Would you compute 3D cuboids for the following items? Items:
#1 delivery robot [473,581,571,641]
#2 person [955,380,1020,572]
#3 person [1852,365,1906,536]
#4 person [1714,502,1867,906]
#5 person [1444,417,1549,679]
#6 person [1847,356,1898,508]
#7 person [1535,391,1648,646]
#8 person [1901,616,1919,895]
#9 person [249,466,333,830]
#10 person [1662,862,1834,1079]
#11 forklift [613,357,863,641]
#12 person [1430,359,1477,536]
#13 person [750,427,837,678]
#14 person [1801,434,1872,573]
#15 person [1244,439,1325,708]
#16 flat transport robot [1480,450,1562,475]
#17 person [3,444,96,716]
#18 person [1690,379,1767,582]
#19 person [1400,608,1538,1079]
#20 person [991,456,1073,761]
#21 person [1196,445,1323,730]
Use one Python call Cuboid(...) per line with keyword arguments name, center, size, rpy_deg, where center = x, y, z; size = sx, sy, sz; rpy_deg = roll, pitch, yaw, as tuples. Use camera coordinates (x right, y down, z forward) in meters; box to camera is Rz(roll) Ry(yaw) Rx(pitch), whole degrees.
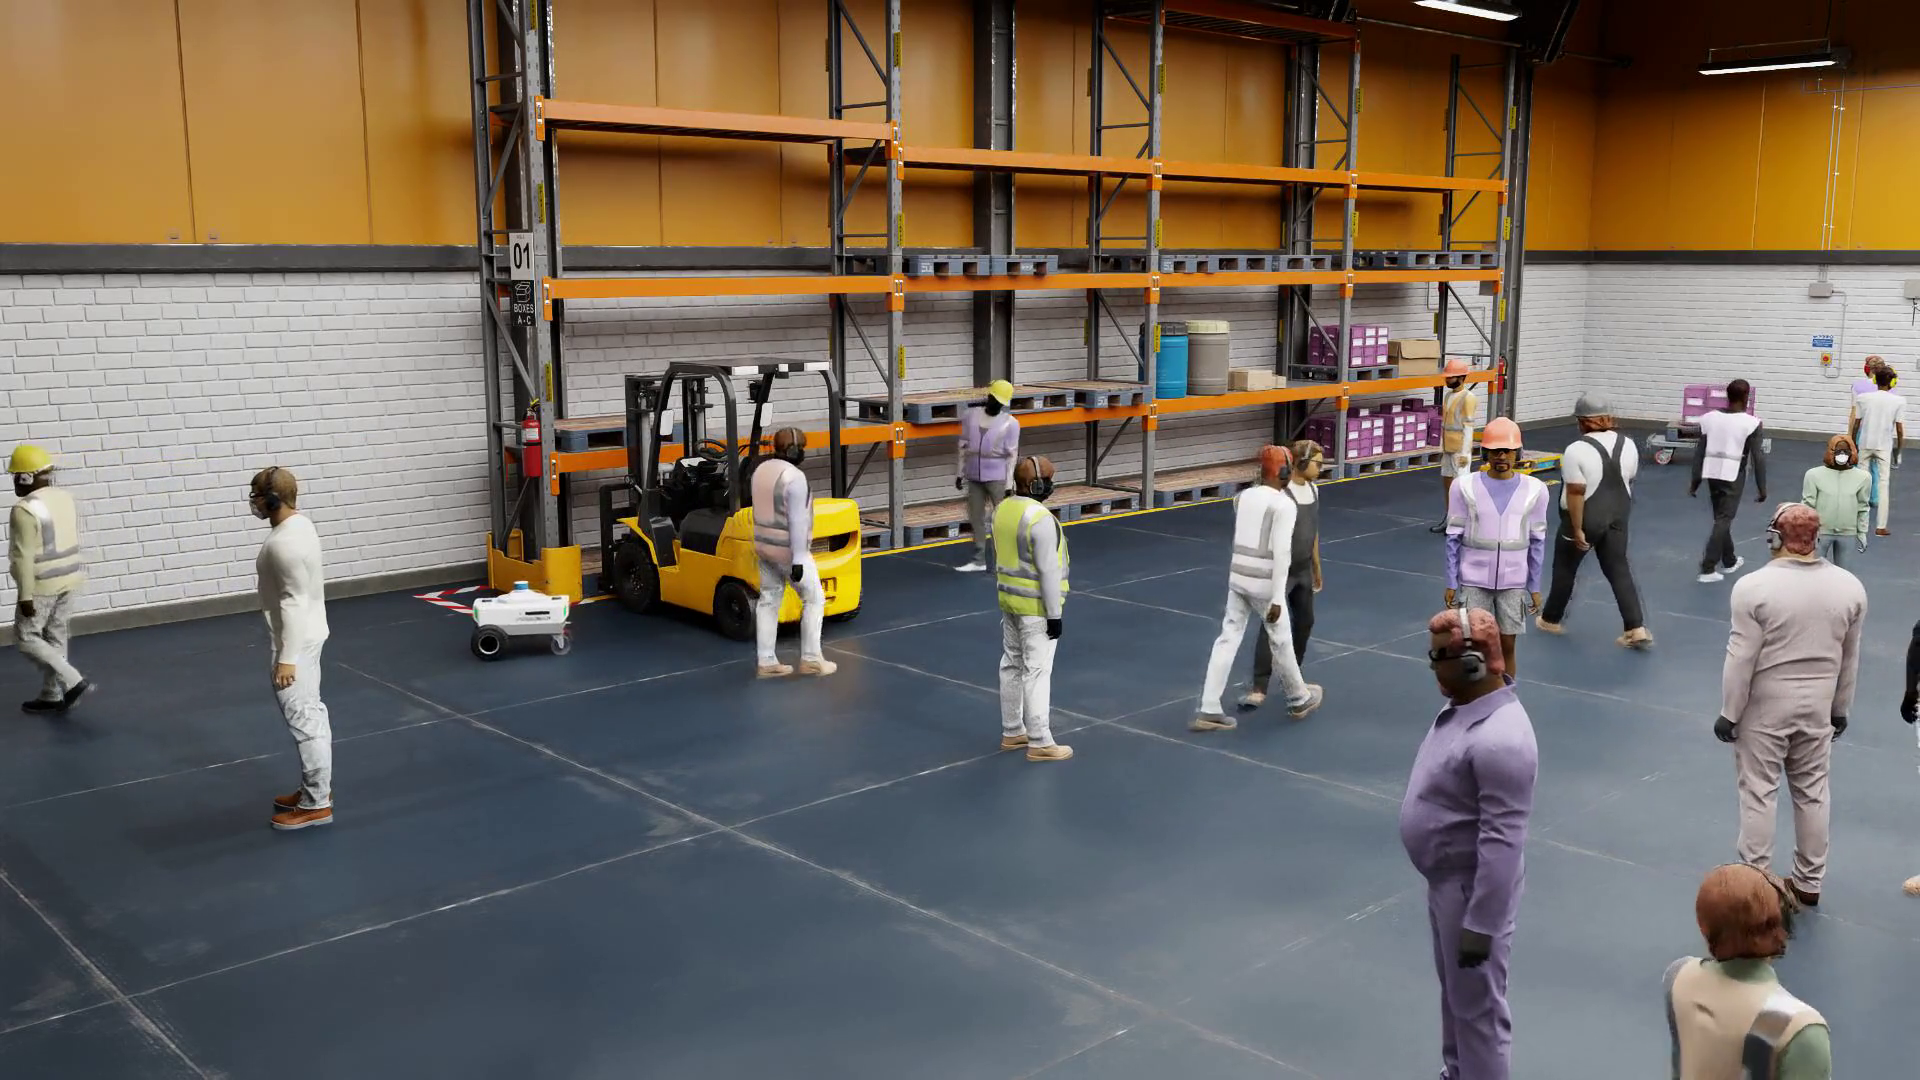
Cuboid(name="delivery robot", center=(-3.337, 0.557, 12.690), size=(0.707, 0.478, 0.477), rpy_deg=(-2, 10, -10))
Cuboid(name="person", center=(0.265, -0.595, 15.869), size=(0.681, 1.876, 0.369), rpy_deg=(5, 11, 29))
Cuboid(name="person", center=(9.972, -0.968, 18.111), size=(0.513, 1.858, 0.369), rpy_deg=(7, 12, 37))
Cuboid(name="person", center=(3.833, 0.771, 7.765), size=(0.652, 1.904, 0.403), rpy_deg=(-1, 10, -6))
Cuboid(name="person", center=(3.342, 0.251, 10.405), size=(0.608, 2.044, 0.370), rpy_deg=(2, 10, 9))
Cuboid(name="person", center=(10.933, -1.289, 20.002), size=(0.612, 1.843, 0.419), rpy_deg=(-2, 10, -9))
Cuboid(name="person", center=(5.015, -0.201, 13.057), size=(0.680, 2.000, 1.029), rpy_deg=(-2, 10, -14))
Cuboid(name="person", center=(4.884, 0.786, 7.950), size=(0.735, 1.820, 0.638), rpy_deg=(-4, 10, -22))
Cuboid(name="person", center=(-3.553, 0.566, 8.869), size=(0.353, 1.936, 0.635), rpy_deg=(-3, 10, -16))
Cuboid(name="person", center=(1.840, 1.573, 3.942), size=(0.365, 1.598, 0.572), rpy_deg=(-3, 10, -18))
Cuboid(name="forklift", center=(-1.847, -0.414, 13.852), size=(1.214, 2.155, 2.313), rpy_deg=(-9, 13, -42))
Cuboid(name="person", center=(5.352, -0.996, 18.052), size=(0.386, 1.931, 0.548), rpy_deg=(-2, 10, -14))
Cuboid(name="person", center=(-1.191, 0.090, 12.008), size=(0.704, 1.814, 0.656), rpy_deg=(-8, 13, -41))
Cuboid(name="person", center=(6.957, -0.031, 13.251), size=(0.507, 1.633, 0.278), rpy_deg=(3, 10, 15))
Cuboid(name="person", center=(2.155, 0.231, 11.234), size=(0.767, 1.813, 0.344), rpy_deg=(-9, 13, -43))
Cuboid(name="flat transport robot", center=(8.011, -1.106, 23.527), size=(0.652, 0.197, 1.431), rpy_deg=(10, 14, 44))
Cuboid(name="person", center=(-5.999, 0.275, 10.916), size=(0.525, 1.818, 0.619), rpy_deg=(1, 10, 4))
Cuboid(name="person", center=(7.287, -0.563, 15.624), size=(0.931, 1.875, 0.626), rpy_deg=(-6, 12, -33))
Cuboid(name="person", center=(1.661, 1.156, 5.529), size=(0.403, 1.901, 0.637), rpy_deg=(1, 10, 7))
Cuboid(name="person", center=(0.442, 0.407, 10.075), size=(0.429, 1.845, 0.621), rpy_deg=(-5, 11, -28))
Cuboid(name="person", center=(1.954, 0.305, 10.702), size=(1.010, 1.819, 0.580), rpy_deg=(-6, 11, -32))
